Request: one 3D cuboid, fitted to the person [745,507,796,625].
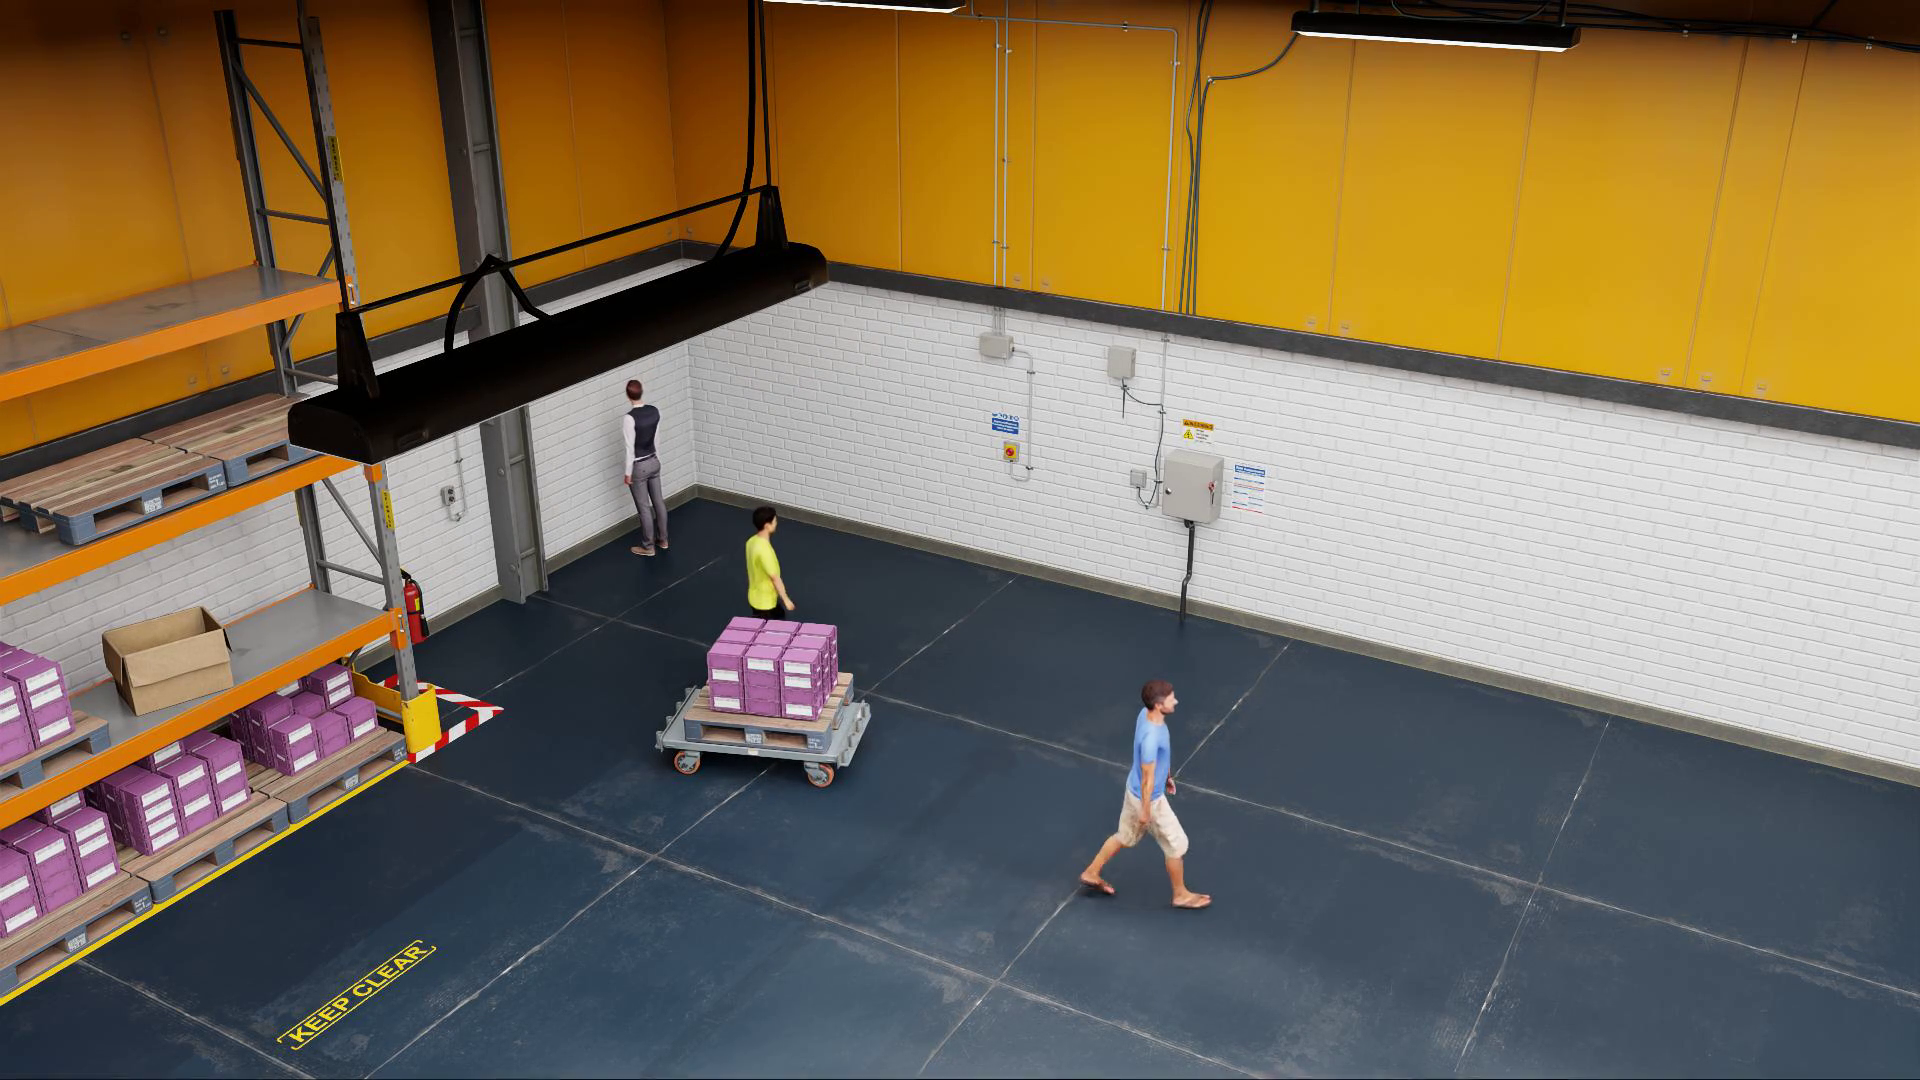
[{"bbox_3d":[-1.847,0.536,14.999,1.066,1.674,0.974,-8,25,-17],"label":"person"}]

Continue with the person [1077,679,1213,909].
[{"bbox_3d":[1.254,1.808,11.886,1.107,1.837,1.218,-1,24,-1],"label":"person"}]

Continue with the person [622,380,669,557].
[{"bbox_3d":[-3.364,-0.786,17.695,0.738,1.938,0.512,16,28,32],"label":"person"}]
